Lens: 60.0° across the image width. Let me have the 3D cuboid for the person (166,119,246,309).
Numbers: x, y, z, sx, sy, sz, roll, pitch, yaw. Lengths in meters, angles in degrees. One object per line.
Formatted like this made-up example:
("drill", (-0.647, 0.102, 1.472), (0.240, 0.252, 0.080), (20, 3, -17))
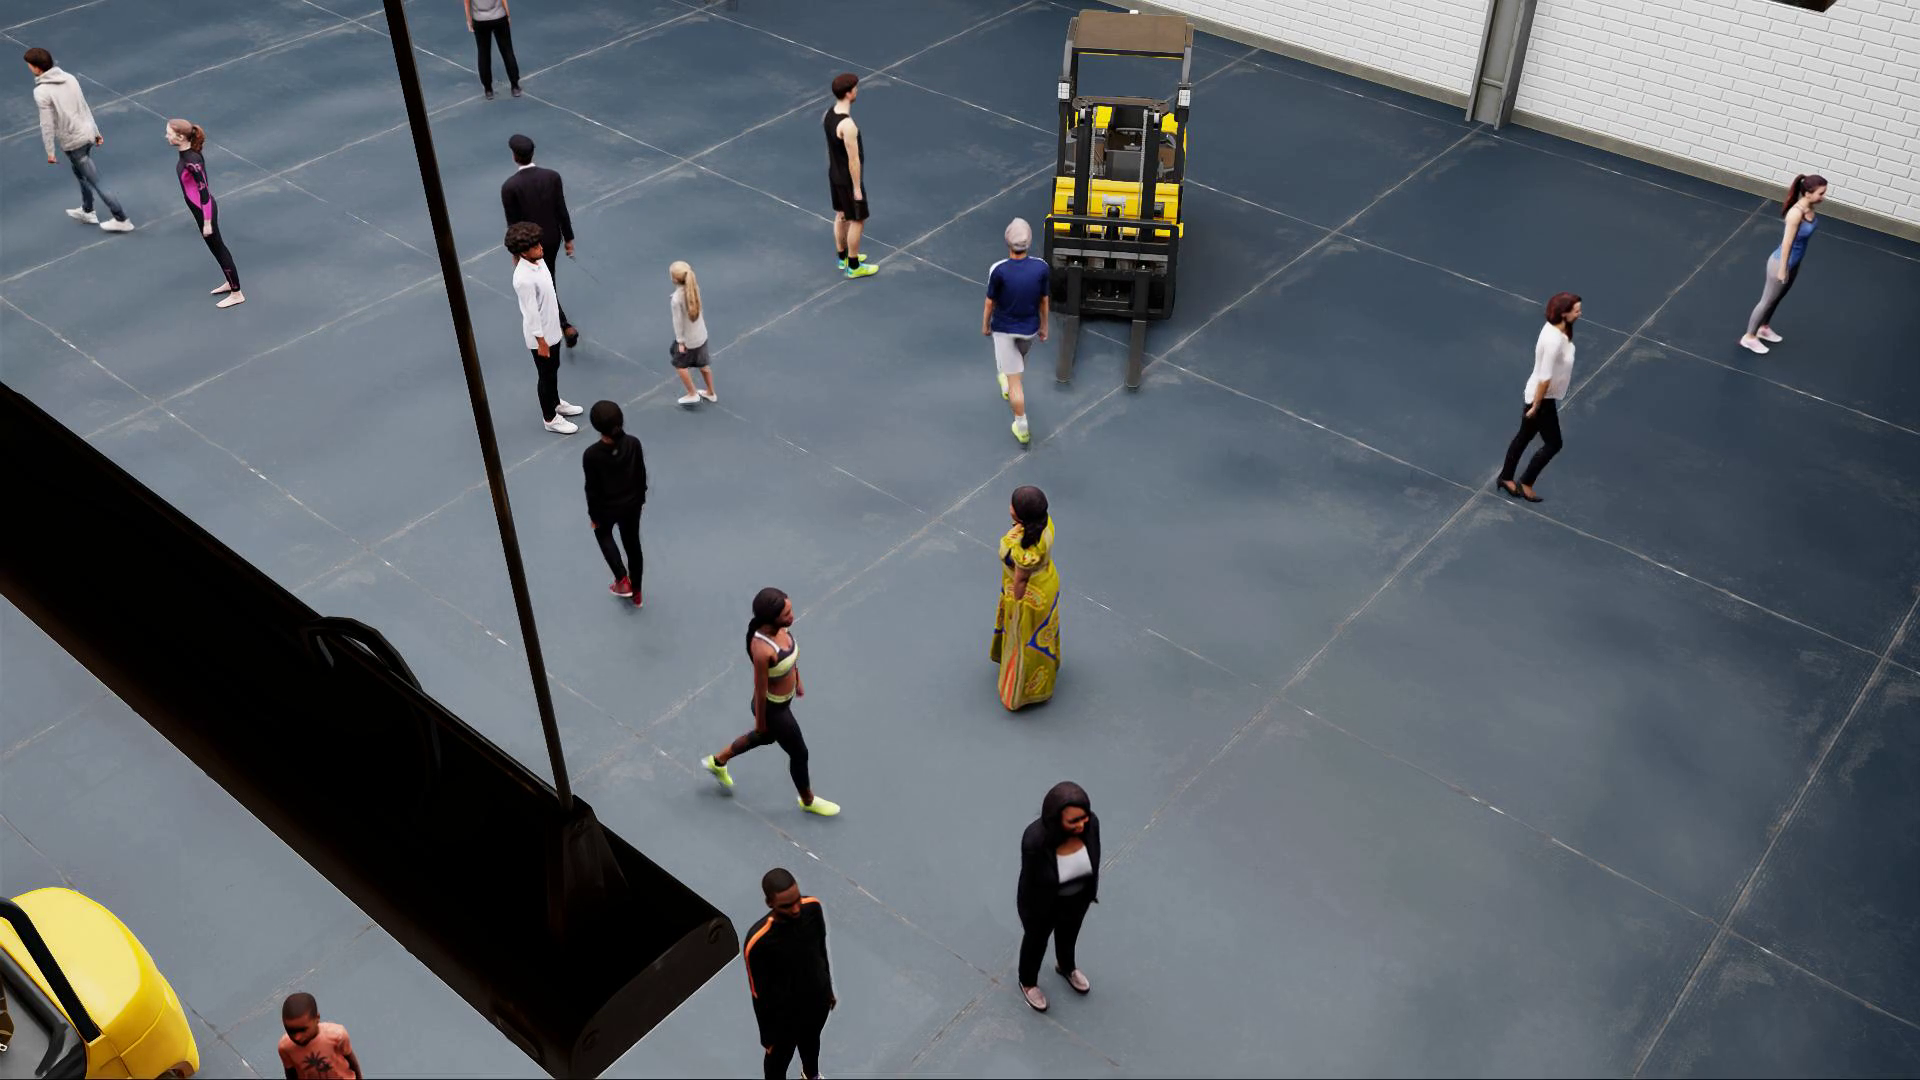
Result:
("person", (-6.663, -2.899, 14.671), (0.709, 1.752, 0.618), (-17, 42, -20))

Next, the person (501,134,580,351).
("person", (-3.521, -2.484, 14.073), (0.868, 1.849, 1.201), (-26, 46, -29))

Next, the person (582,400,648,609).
("person", (-2.309, -0.198, 11.358), (0.691, 1.665, 0.680), (-20, 43, -24))

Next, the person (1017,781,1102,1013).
("person", (0.504, 1.858, 8.824), (0.729, 1.615, 0.734), (-20, 43, -24))

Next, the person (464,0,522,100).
("person", (-5.148, -5.708, 18.188), (0.696, 1.752, 0.731), (-7, 39, -9))

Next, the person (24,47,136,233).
("person", (-8.225, -3.741, 15.666), (1.112, 1.825, 0.990), (6, 39, 7))

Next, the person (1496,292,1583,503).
("person", (4.223, -1.057, 12.342), (0.744, 1.781, 0.716), (10, 40, 12))

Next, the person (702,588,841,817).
("person", (-1.194, 0.965, 9.857), (1.177, 1.722, 0.938), (6, 39, 8))

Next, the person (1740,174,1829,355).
("person", (7.000, -2.360, 14.112), (0.551, 1.607, 0.576), (31, 48, 33))

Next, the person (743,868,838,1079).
("person", (-0.824, 2.252, 8.175), (0.540, 1.808, 0.628), (31, 48, 33))

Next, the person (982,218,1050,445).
("person", (0.460, -1.600, 13.013), (1.060, 1.791, 1.249), (-11, 40, -14))

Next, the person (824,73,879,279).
("person", (-1.034, -3.280, 15.036), (0.841, 1.891, 0.677), (-18, 42, -21))

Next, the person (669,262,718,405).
("person", (-2.164, -1.654, 13.504), (0.603, 1.262, 0.559), (19, 42, 22))

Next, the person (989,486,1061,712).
("person", (0.449, 0.336, 10.697), (0.941, 1.655, 0.965), (8, 39, 10))

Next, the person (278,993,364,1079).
("person", (-3.069, 2.639, 8.089), (0.562, 1.310, 0.604), (-9, 40, -11))

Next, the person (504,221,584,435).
("person", (-3.293, -1.685, 13.104), (0.772, 1.810, 0.729), (0, 39, 0))
